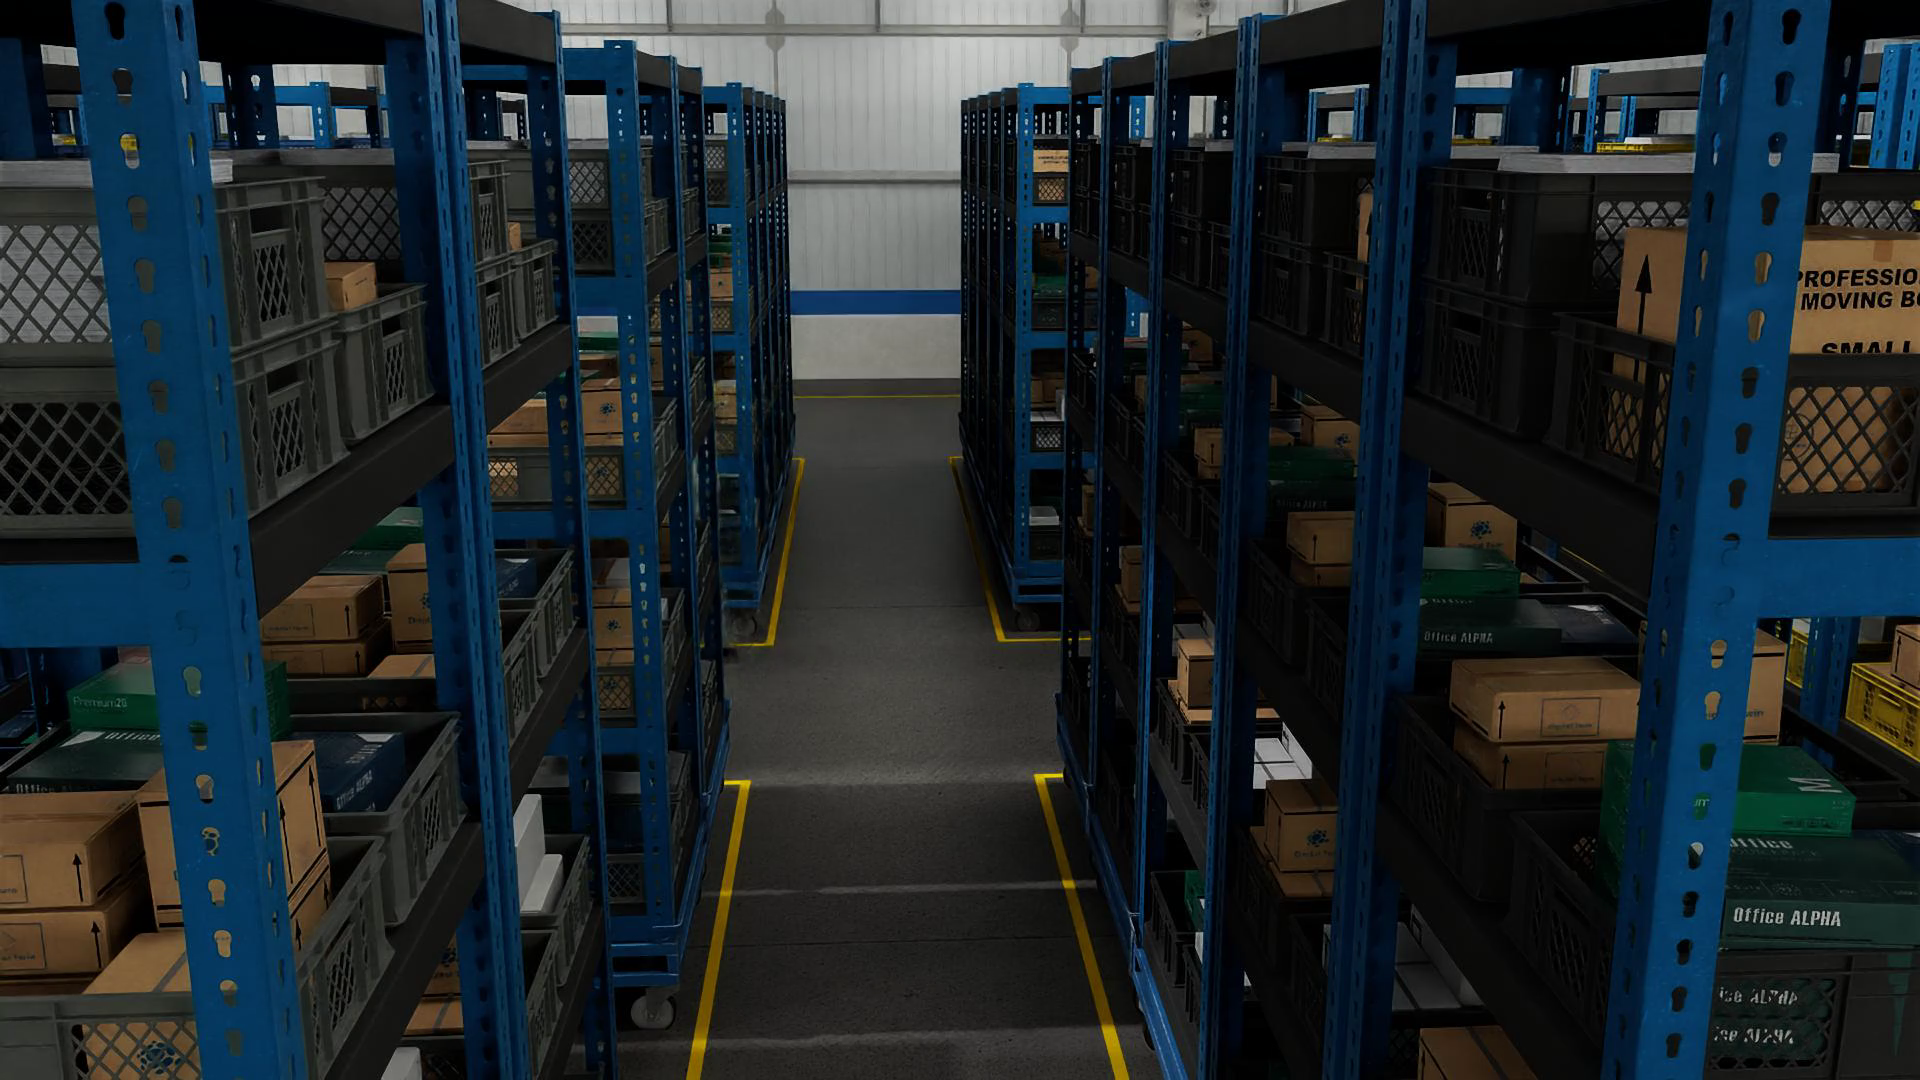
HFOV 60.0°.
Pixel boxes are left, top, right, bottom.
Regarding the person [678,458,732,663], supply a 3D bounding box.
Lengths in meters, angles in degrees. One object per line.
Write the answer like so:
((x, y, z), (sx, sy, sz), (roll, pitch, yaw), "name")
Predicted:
((-1.883, -0.073, 10.344), (0.947, 1.784, 0.612), (0, 14, 1), "person")
